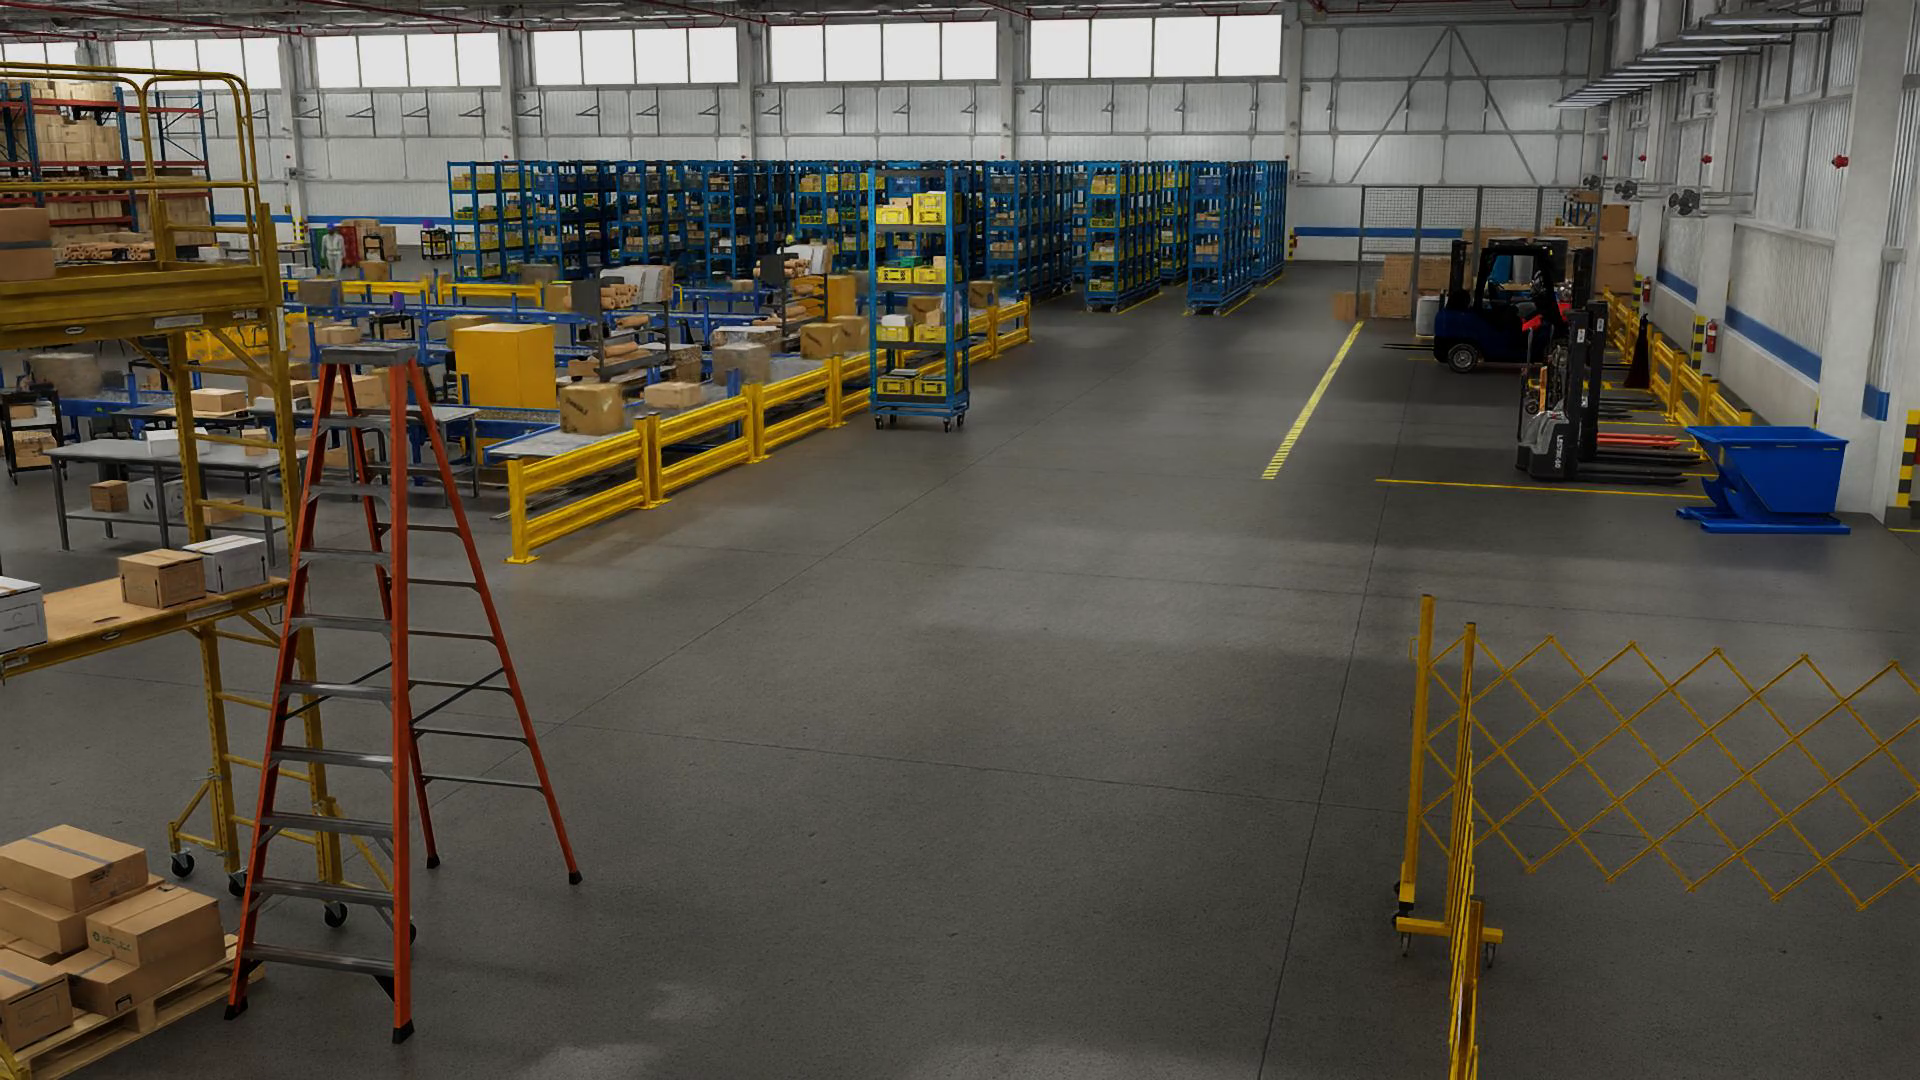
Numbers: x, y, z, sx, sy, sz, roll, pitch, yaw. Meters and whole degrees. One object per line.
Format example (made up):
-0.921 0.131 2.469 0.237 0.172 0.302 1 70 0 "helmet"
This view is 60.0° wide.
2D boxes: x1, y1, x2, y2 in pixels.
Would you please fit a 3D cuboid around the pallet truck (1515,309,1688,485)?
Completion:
7.554 -1.677 19.446 1.885 1.965 0.823 3 13 14 "pallet truck"

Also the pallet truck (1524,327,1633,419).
9.065 -2.460 24.370 1.522 1.261 0.704 3 13 14 "pallet truck"

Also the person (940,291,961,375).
-0.196 -3.543 27.439 0.406 2.035 0.602 0 13 2 "person"

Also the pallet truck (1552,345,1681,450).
8.641 -1.896 21.908 1.630 1.274 0.653 4 14 16 "pallet truck"

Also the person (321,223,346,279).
-17.588 -7.938 46.704 0.629 1.905 0.984 -2 13 -7 "person"

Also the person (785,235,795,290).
-4.304 -6.719 41.609 0.610 1.815 0.620 6 14 25 "person"

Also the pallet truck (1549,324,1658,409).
9.824 -2.669 25.407 1.601 1.201 0.680 4 14 16 "pallet truck"

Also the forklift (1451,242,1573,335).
10.464 -4.597 31.405 2.680 1.987 1.157 4 14 16 "forklift"

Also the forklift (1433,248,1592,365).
9.780 -4.111 29.280 2.680 1.987 1.157 3 13 14 "forklift"

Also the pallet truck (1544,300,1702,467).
8.263 -1.952 20.631 1.885 1.965 0.823 5 14 20 "pallet truck"
